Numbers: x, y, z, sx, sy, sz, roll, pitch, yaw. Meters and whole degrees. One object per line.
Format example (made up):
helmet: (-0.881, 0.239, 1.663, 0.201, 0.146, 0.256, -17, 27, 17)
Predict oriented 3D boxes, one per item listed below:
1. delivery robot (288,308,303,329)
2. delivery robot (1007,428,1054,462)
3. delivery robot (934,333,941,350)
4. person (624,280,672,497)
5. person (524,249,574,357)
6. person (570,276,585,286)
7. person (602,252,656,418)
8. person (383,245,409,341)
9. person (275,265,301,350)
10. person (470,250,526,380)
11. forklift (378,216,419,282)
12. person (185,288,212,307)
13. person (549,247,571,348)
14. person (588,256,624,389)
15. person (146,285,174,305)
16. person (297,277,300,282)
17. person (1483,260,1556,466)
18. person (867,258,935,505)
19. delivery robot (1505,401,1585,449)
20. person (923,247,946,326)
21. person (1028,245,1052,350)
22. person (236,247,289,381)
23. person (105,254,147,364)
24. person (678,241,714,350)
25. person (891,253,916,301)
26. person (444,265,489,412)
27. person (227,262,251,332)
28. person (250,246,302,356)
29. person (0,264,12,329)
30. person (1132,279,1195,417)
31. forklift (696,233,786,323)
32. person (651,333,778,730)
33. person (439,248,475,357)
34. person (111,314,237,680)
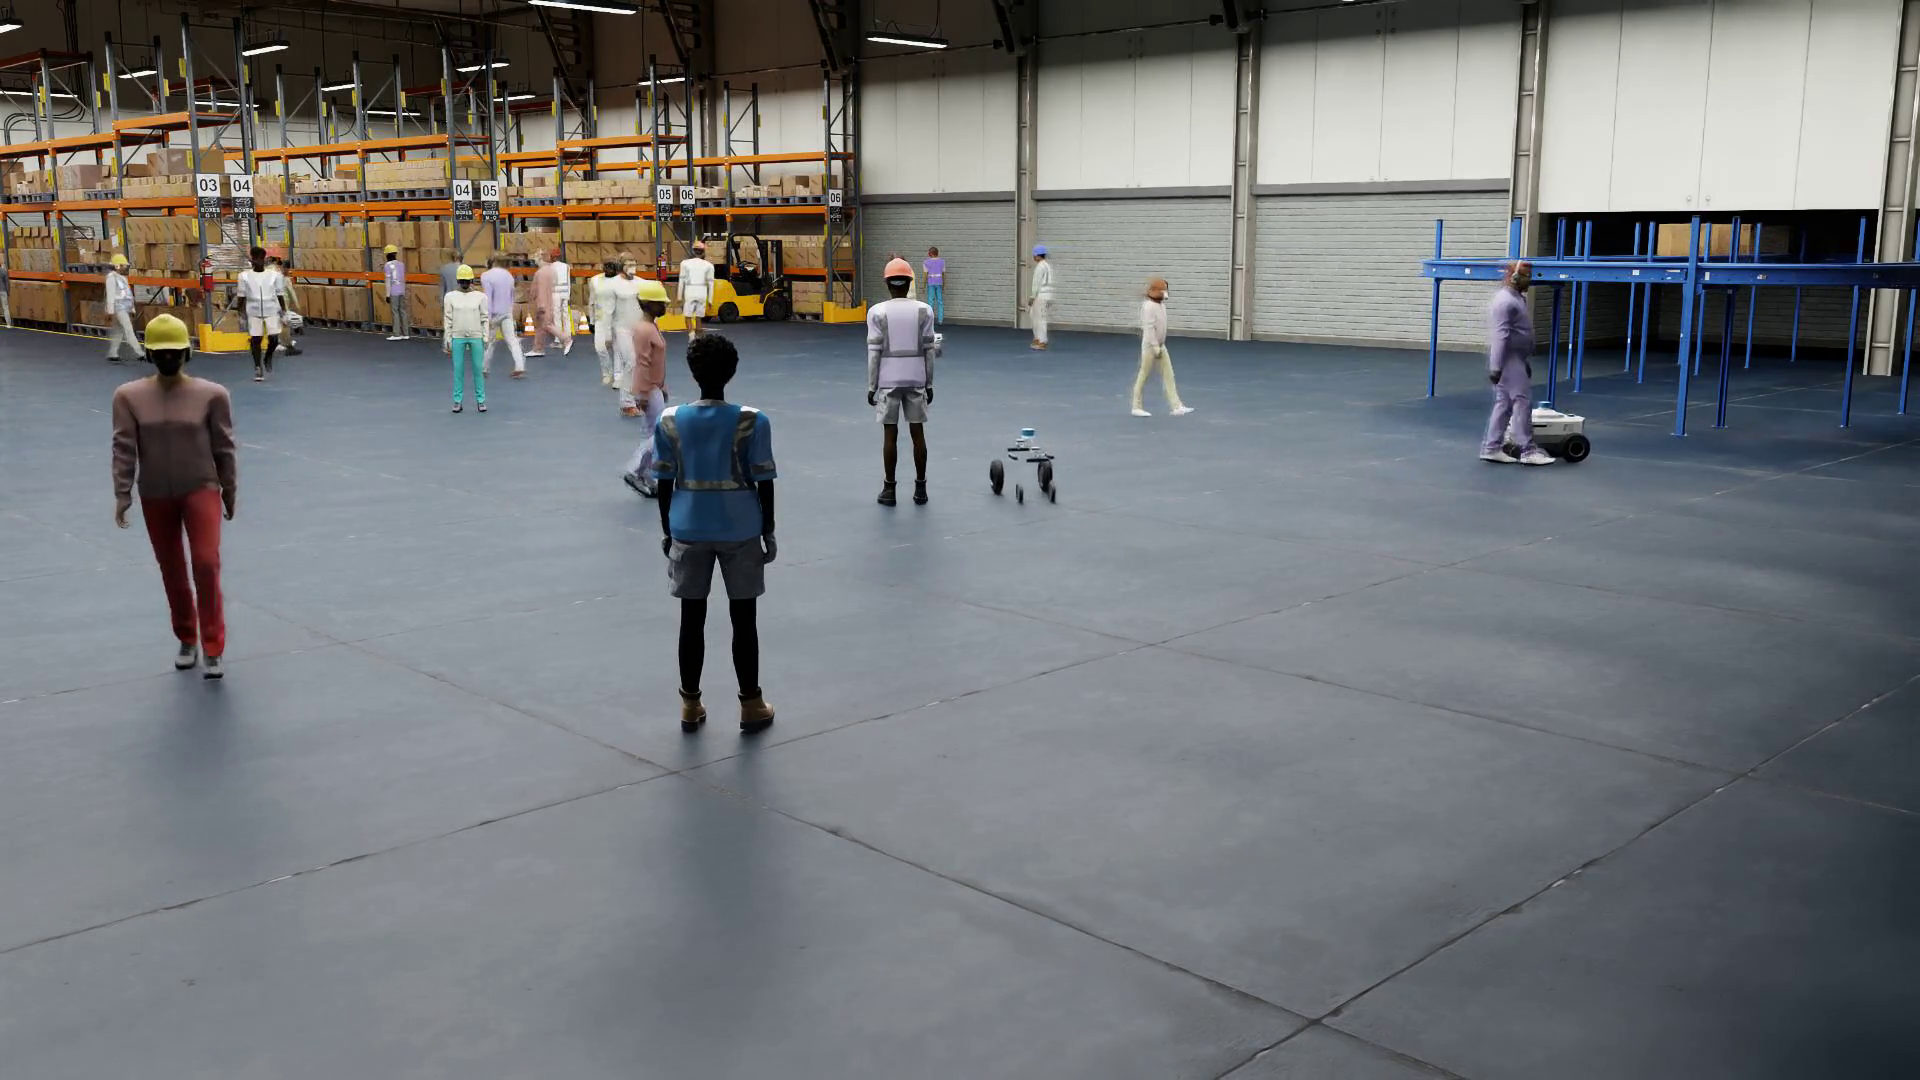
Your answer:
delivery robot: (-14.462, -4.755, 35.873, 0.477, 0.478, 0.707, -9, 13, -39)
delivery robot: (0.553, -0.795, 13.569, 0.335, 0.223, 0.698, -2, 11, -11)
delivery robot: (-0.688, -3.515, 29.108, 0.707, 0.478, 0.477, 4, 11, 22)
person: (-2.460, -1.204, 13.391, 0.359, 1.755, 0.525, -1, 10, -3)
person: (-7.211, -4.142, 29.061, 0.822, 1.883, 0.650, -1, 10, -7)
person: (-10.486, -7.091, 45.535, 0.483, 1.737, 0.320, 3, 11, 18)
person: (-3.773, -2.372, 19.325, 0.743, 1.916, 0.633, 9, 14, 40)
person: (-11.435, -4.997, 33.633, 0.402, 1.918, 0.591, 3, 11, 18)
person: (-12.654, -4.359, 31.047, 0.517, 1.581, 0.857, 2, 11, 13)
person: (-6.810, -3.308, 24.491, 1.045, 1.886, 0.651, 6, 12, 31)
forklift: (-17.868, -9.201, 54.028, 1.873, 2.768, 1.129, -10, 14, -44)
person: (-17.129, -5.654, 37.381, 0.677, 1.849, 1.004, -10, 14, -43)
person: (-7.596, -4.585, 31.459, 0.346, 1.882, 0.578, 7, 12, 32)
person: (-4.813, -3.005, 22.992, 0.656, 1.828, 0.452, 0, 10, -2)
person: (-18.522, -5.866, 38.499, 0.586, 1.855, 0.774, -5, 11, -24)
person: (-19.727, -7.873, 49.259, 0.362, 1.929, 0.552, -2, 11, -13)
person: (5.217, -1.624, 15.317, 0.727, 1.875, 0.681, 4, 11, 21)
person: (-0.472, -1.249, 13.148, 0.542, 1.928, 0.374, -2, 11, -13)
delivery robot: (5.537, -1.072, 15.789, 0.707, 0.478, 0.477, 0, 10, -2)
person: (-0.601, -5.946, 39.000, 0.565, 1.840, 0.390, -4, 11, -21)
person: (1.422, -4.517, 30.962, 0.560, 1.930, 0.617, 2, 11, 9)
person: (-10.207, -3.304, 24.315, 0.729, 1.938, 0.514, -5, 11, -25)
person: (-13.789, -3.816, 27.527, 0.845, 1.788, 0.619, -1, 10, -7)
person: (-4.724, -4.342, 29.794, 0.657, 2.007, 0.597, -3, 11, -15)
person: (-0.975, -4.078, 28.919, 0.463, 1.819, 0.632, 5, 12, 27)
person: (-5.927, -2.423, 20.009, 0.522, 1.762, 0.320, -3, 11, -15)
person: (-14.578, -5.018, 33.714, 0.573, 1.923, 0.413, -1, 10, -5)
person: (-12.090, -4.207, 29.312, 0.771, 1.921, 0.549, -10, 14, -44)
person: (-21.719, -5.575, 37.539, 0.500, 1.632, 0.286, -8, 13, -37)
person: (2.351, -2.218, 19.335, 0.811, 1.600, 0.507, 7, 13, 35)
forklift: (-5.496, -6.489, 41.108, 2.313, 2.155, 1.214, -10, 14, -44)
person: (-1.036, -0.027, 7.116, 0.541, 1.696, 0.316, 1, 10, 6)
person: (-8.845, -4.170, 29.192, 0.648, 1.900, 1.009, 4, 11, 23)
person: (-3.741, -0.194, 7.929, 0.530, 1.737, 0.803, -3, 11, -15)
